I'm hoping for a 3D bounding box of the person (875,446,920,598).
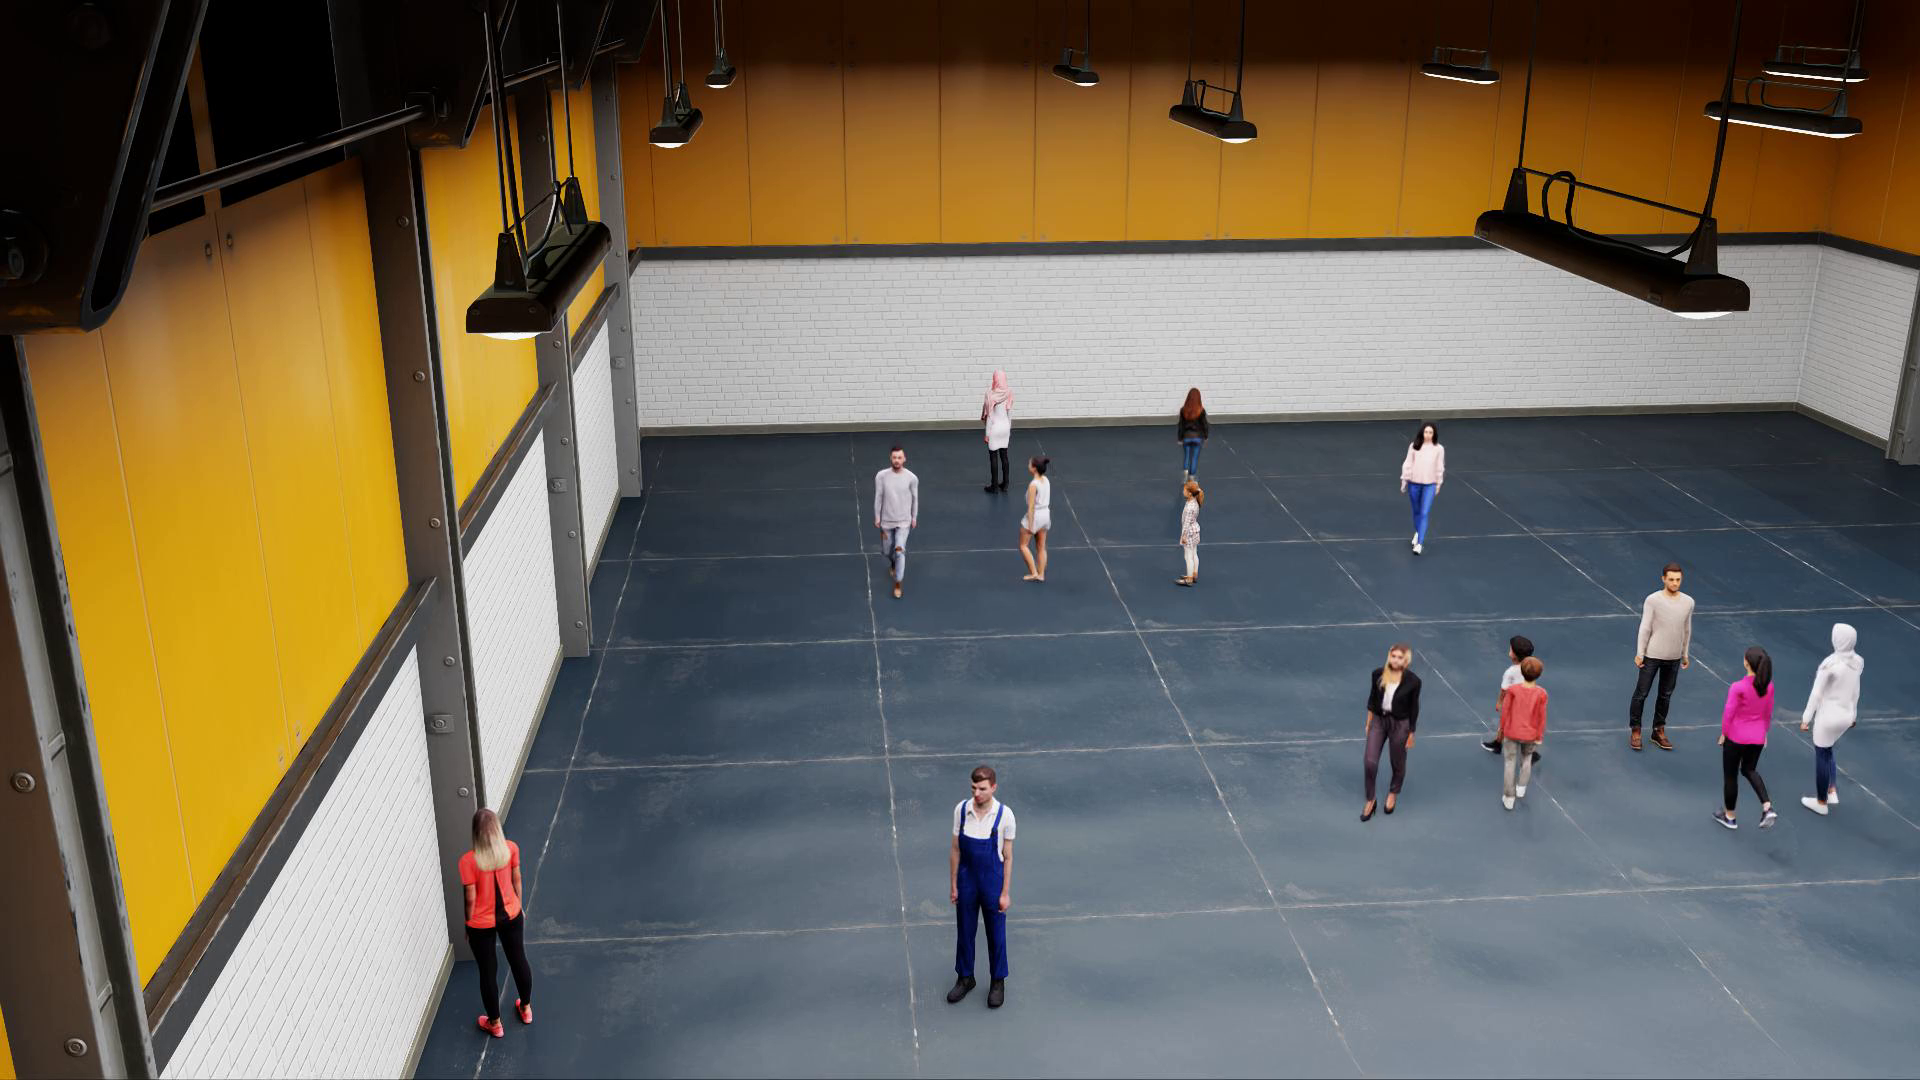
[{"bbox_3d":[-0.772,-0.269,20.049,0.795,1.825,0.992,2,19,5],"label":"person"}]

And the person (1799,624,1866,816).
[{"bbox_3d":[7.708,1.605,14.571,0.693,1.769,0.671,-6,19,-17],"label":"person"}]

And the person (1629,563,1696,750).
[{"bbox_3d":[6.721,1.099,15.921,0.677,1.866,0.572,0,19,0],"label":"person"}]

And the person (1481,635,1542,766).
[{"bbox_3d":[5.244,1.532,15.615,0.794,1.242,0.928,-15,24,-38],"label":"person"}]

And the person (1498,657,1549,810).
[{"bbox_3d":[4.989,1.733,14.769,0.631,1.401,0.742,3,19,10],"label":"person"}]

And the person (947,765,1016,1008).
[{"bbox_3d":[0.164,2.450,11.935,0.701,1.851,0.688,5,19,15],"label":"person"}]

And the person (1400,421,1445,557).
[{"bbox_3d":[5.970,-0.688,21.473,1.065,1.711,1.259,9,21,26],"label":"person"}]

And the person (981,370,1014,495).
[{"bbox_3d":[0.552,-1.565,23.931,0.738,1.804,0.761,-13,22,-33],"label":"person"}]

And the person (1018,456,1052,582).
[{"bbox_3d":[1.003,-0.244,20.322,0.742,1.603,0.677,13,23,34],"label":"person"}]

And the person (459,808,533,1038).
[{"bbox_3d":[-3.242,2.648,11.594,0.678,1.693,0.708,-15,24,-38],"label":"person"}]

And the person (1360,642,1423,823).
[{"bbox_3d":[3.816,1.648,14.623,0.818,1.655,0.891,10,21,28],"label":"person"}]

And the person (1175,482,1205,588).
[{"bbox_3d":[2.822,-0.084,20.308,0.659,1.310,0.567,7,20,20],"label":"person"}]

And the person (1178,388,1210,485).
[{"bbox_3d":[3.380,-1.467,24.180,0.786,1.459,0.939,7,20,19],"label":"person"}]

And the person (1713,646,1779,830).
[{"bbox_3d":[6.792,1.750,14.271,0.636,1.687,0.849,-3,19,-10],"label":"person"}]
